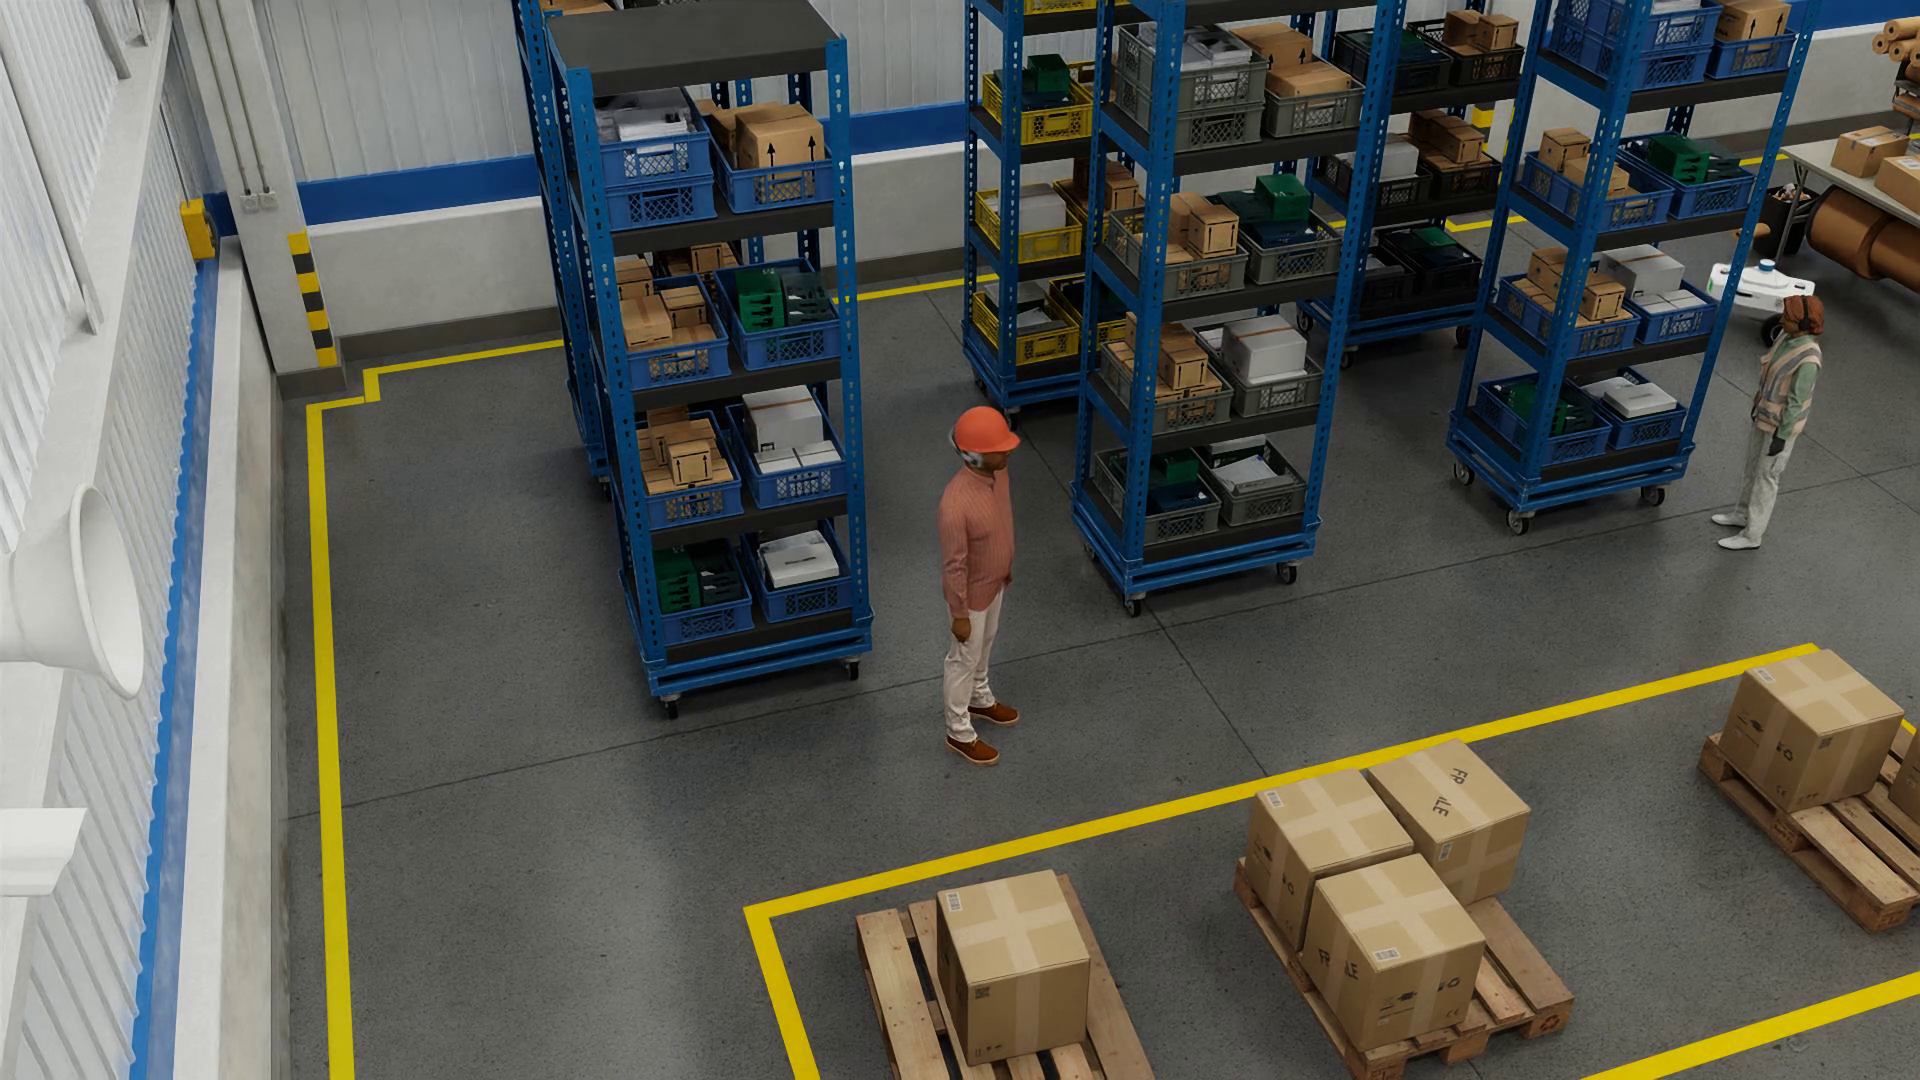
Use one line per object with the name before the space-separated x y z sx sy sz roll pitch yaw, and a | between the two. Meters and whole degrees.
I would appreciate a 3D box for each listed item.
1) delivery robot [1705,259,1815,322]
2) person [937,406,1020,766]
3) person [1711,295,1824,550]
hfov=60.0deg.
delivery robot | 5.910 -1.838 12.315 0.707 0.478 0.477 17 38 22
person | 0.096 0.214 8.241 0.374 1.997 0.613 13 37 18
person | 4.824 -0.705 9.857 0.323 1.631 0.527 4 35 6
